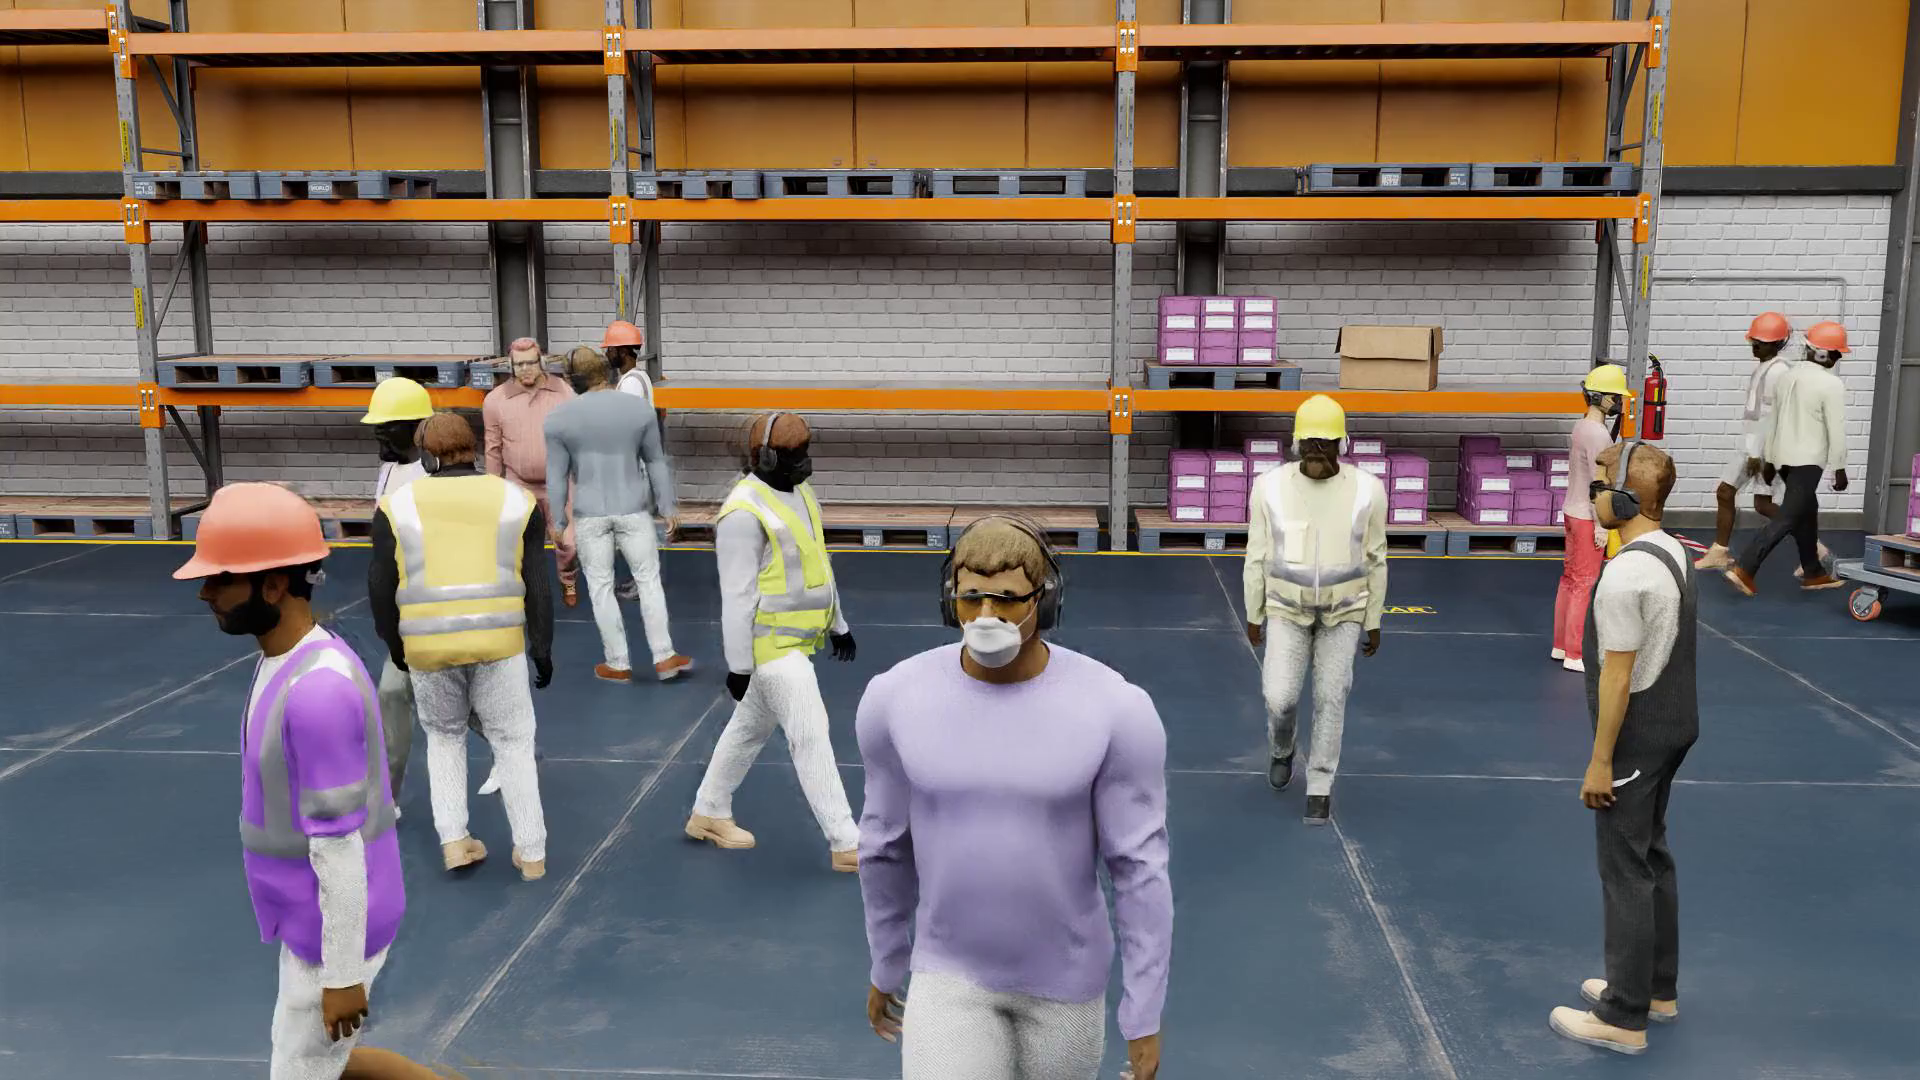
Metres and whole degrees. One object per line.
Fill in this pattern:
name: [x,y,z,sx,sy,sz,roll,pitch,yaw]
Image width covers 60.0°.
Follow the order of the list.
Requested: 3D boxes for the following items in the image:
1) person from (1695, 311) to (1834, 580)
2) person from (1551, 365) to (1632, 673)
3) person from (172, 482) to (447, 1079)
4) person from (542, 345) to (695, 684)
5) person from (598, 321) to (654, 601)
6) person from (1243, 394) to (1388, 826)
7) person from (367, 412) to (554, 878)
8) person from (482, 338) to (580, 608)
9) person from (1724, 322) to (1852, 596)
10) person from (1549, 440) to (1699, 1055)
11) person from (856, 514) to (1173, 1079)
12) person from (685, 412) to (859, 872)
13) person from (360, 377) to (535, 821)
person: [5.971,-0.697,12.308,0.899,1.990,0.601,2,10,11]
person: [3.637,-0.121,9.556,0.324,1.765,0.533,1,10,7]
person: [-1.324,0.809,3.689,0.703,1.919,0.551,-5,11,-29]
person: [-1.909,-0.126,9.231,0.778,1.891,0.382,-3,10,-18]
person: [-2.291,-0.543,11.521,0.373,1.934,0.551,-1,10,-7]
person: [1.501,0.285,7.043,0.593,1.817,0.455,2,10,11]
person: [-1.884,0.421,6.339,0.661,1.805,0.457,-3,10,-19]
person: [-2.656,-0.345,10.548,0.686,1.877,0.649,-2,10,-10]
person: [5.857,-0.559,11.657,1.014,1.947,0.629,-2,10,-12]
person: [2.040,0.616,5.051,0.353,1.837,0.505,8,13,40]
person: [0.097,0.885,3.328,0.647,1.885,1.009,2,10,9]
person: [-0.699,0.391,6.490,0.958,1.801,0.632,2,10,13]
person: [-2.251,0.240,7.088,0.947,1.893,0.598,-8,13,-39]
